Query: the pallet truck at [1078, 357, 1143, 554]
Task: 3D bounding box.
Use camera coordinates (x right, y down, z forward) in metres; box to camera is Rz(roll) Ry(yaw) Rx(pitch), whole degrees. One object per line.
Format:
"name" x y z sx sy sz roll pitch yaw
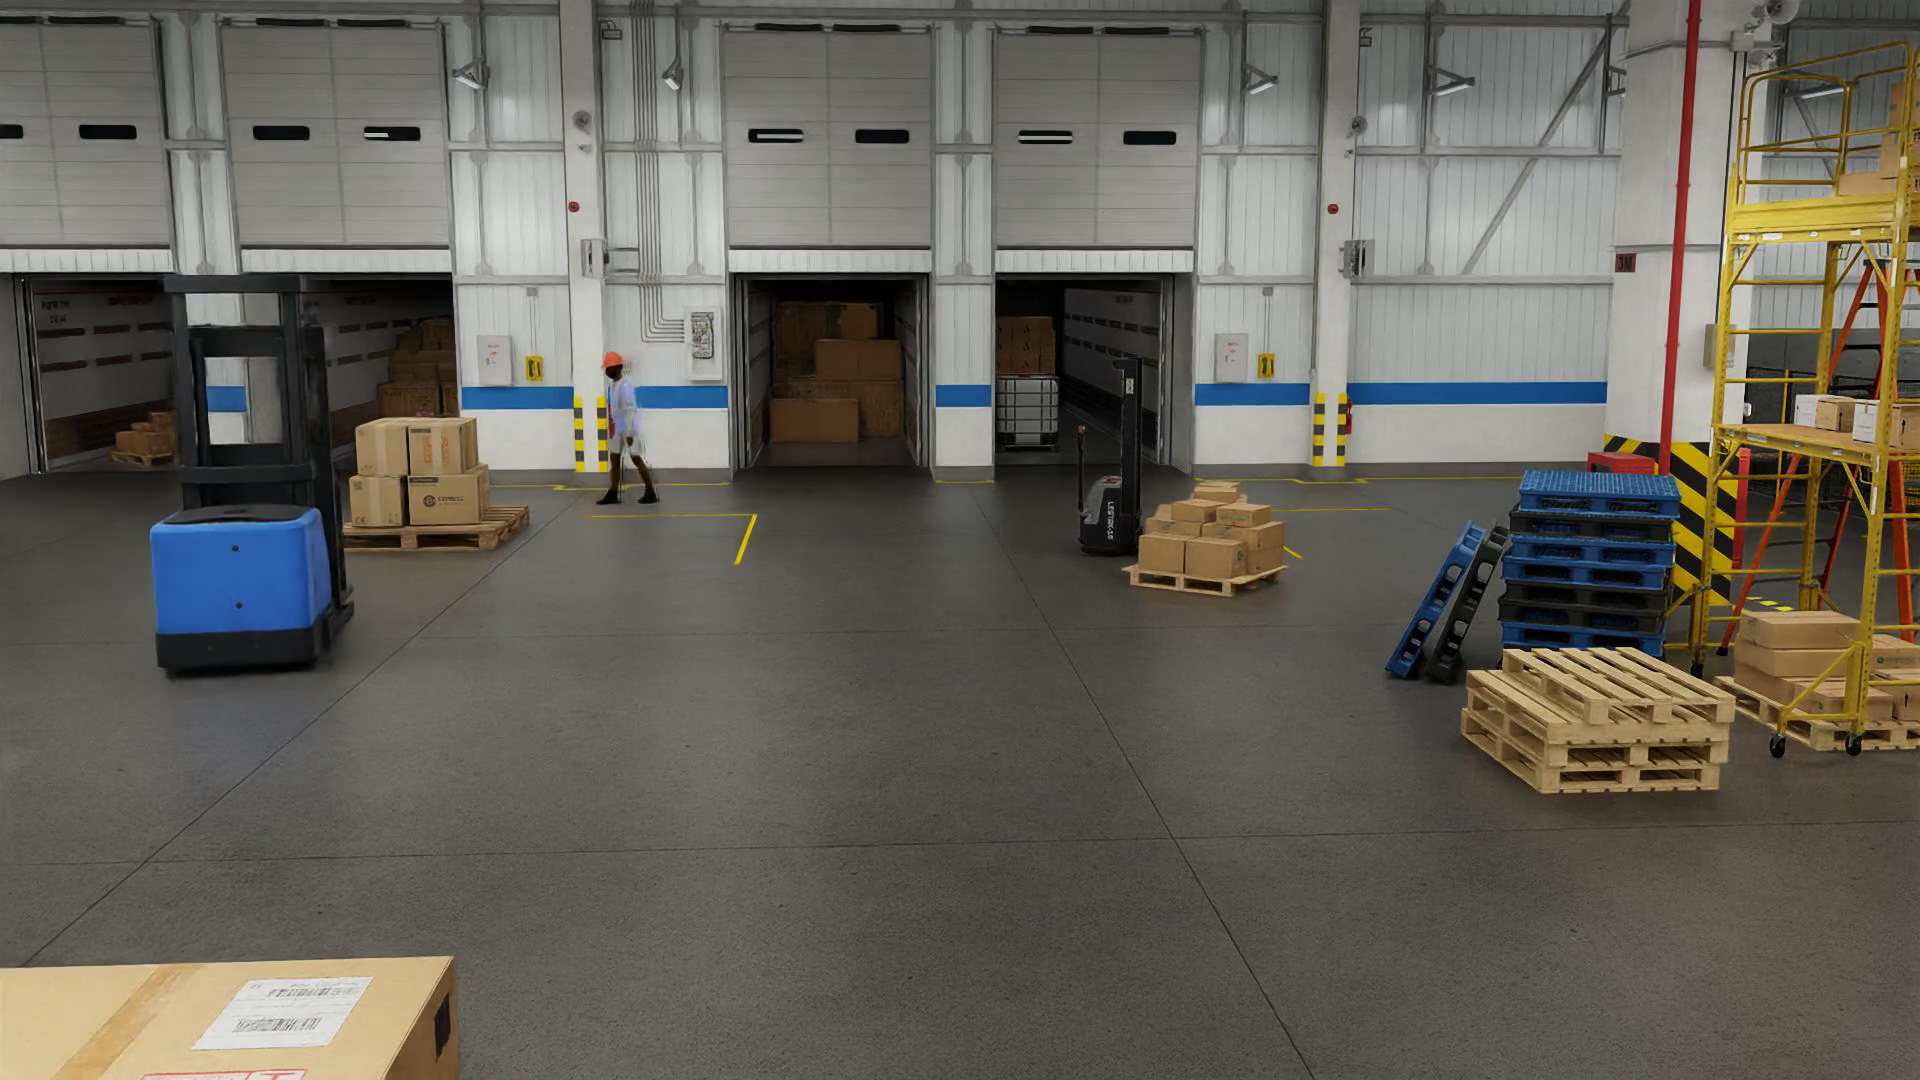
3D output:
"pallet truck" 2.088 -0.836 16.757 1.885 1.965 0.823 2 9 13

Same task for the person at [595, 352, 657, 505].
"person" -4.096 -1.364 20.460 0.798 1.907 0.550 -6 11 -35

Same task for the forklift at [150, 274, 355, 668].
"forklift" -5.313 -0.585 12.423 1.129 2.768 1.873 -2 9 -12
